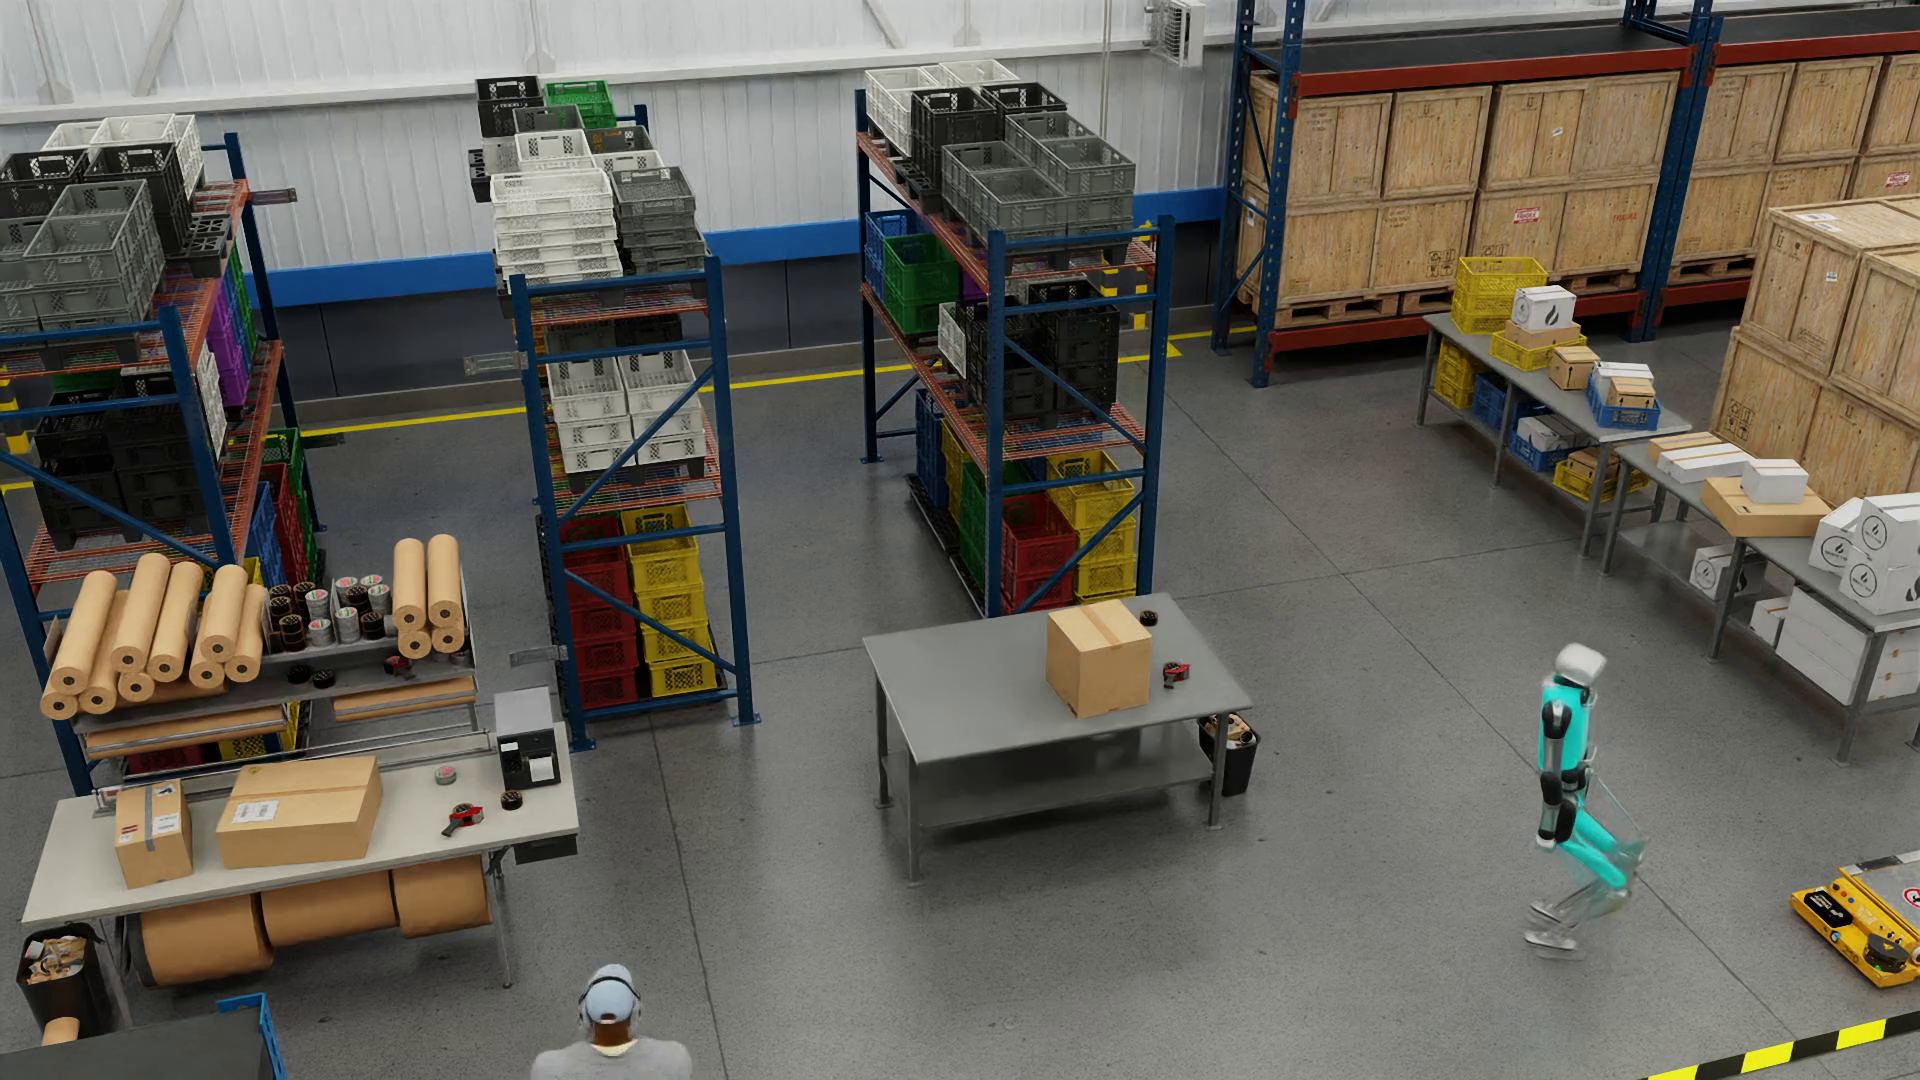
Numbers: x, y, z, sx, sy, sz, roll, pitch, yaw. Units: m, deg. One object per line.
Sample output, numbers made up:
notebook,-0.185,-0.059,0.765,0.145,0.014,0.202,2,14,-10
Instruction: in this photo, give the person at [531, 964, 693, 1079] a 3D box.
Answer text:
person,-1.307,2.317,6.350,0.597,1.822,0.811,-9,30,-15

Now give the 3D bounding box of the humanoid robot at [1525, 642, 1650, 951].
humanoid robot,3.114,1.308,8.117,0.735,1.677,0.533,15,32,26

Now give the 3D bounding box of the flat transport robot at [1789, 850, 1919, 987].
flat transport robot,5.163,1.916,8.676,1.431,0.231,0.659,-8,30,-14
